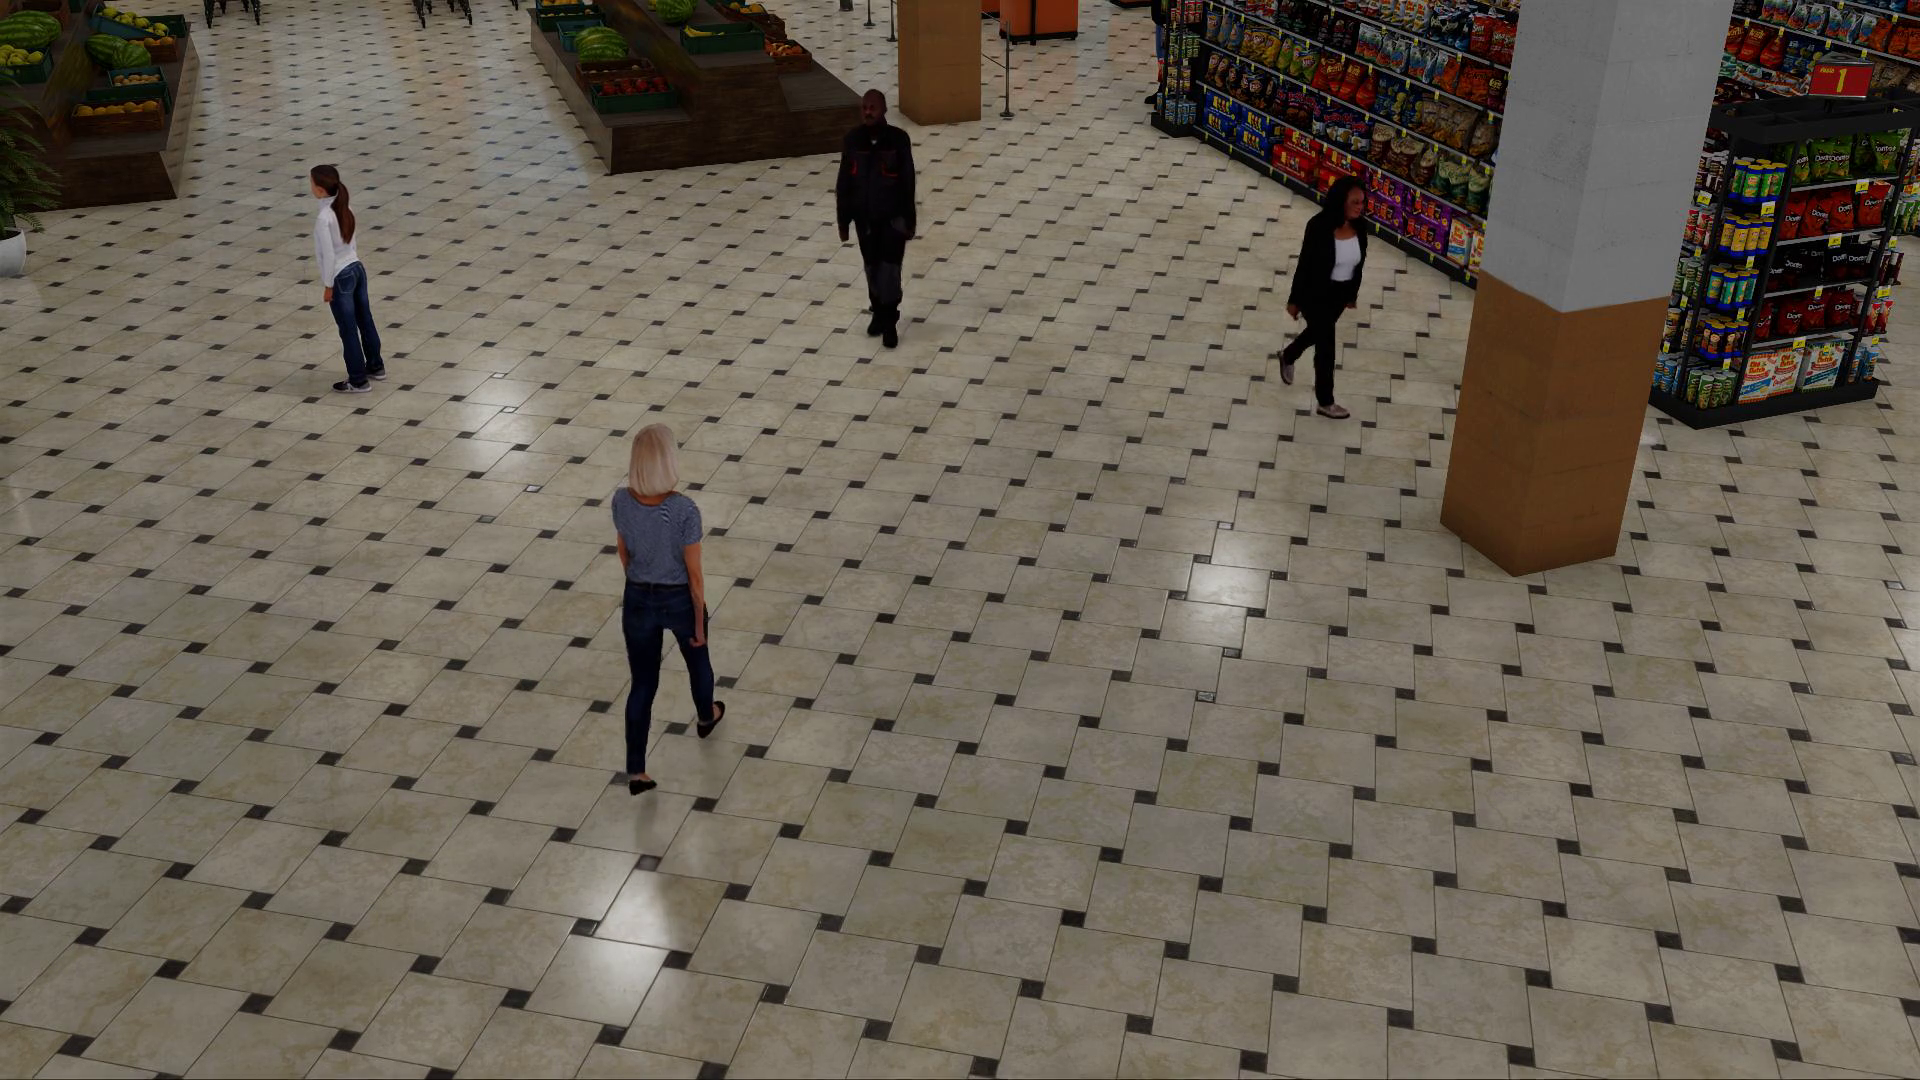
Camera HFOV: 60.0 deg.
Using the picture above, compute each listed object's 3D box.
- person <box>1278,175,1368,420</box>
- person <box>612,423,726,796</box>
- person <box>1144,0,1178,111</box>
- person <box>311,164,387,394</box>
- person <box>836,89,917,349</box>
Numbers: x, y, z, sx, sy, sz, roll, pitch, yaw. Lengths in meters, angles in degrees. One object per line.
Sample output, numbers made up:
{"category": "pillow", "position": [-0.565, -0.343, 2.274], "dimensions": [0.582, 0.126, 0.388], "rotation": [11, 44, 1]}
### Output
{"category": "person", "position": [2.340, -1.638, 10.950], "dimensions": [0.824, 1.575, 1.158], "rotation": [-14, 32, -25]}
{"category": "person", "position": [-1.329, 0.332, 7.220], "dimensions": [0.960, 1.691, 1.169], "rotation": [5, 29, 10]}
{"category": "person", "position": [2.244, -5.539, 17.963], "dimensions": [0.648, 1.702, 0.510], "rotation": [-6, 29, -11]}
{"category": "person", "position": [-4.142, -1.766, 11.202], "dimensions": [0.685, 1.559, 0.607], "rotation": [7, 29, 12]}
{"category": "person", "position": [-0.561, -2.380, 12.067], "dimensions": [0.933, 1.807, 1.006], "rotation": [5, 29, 10]}
